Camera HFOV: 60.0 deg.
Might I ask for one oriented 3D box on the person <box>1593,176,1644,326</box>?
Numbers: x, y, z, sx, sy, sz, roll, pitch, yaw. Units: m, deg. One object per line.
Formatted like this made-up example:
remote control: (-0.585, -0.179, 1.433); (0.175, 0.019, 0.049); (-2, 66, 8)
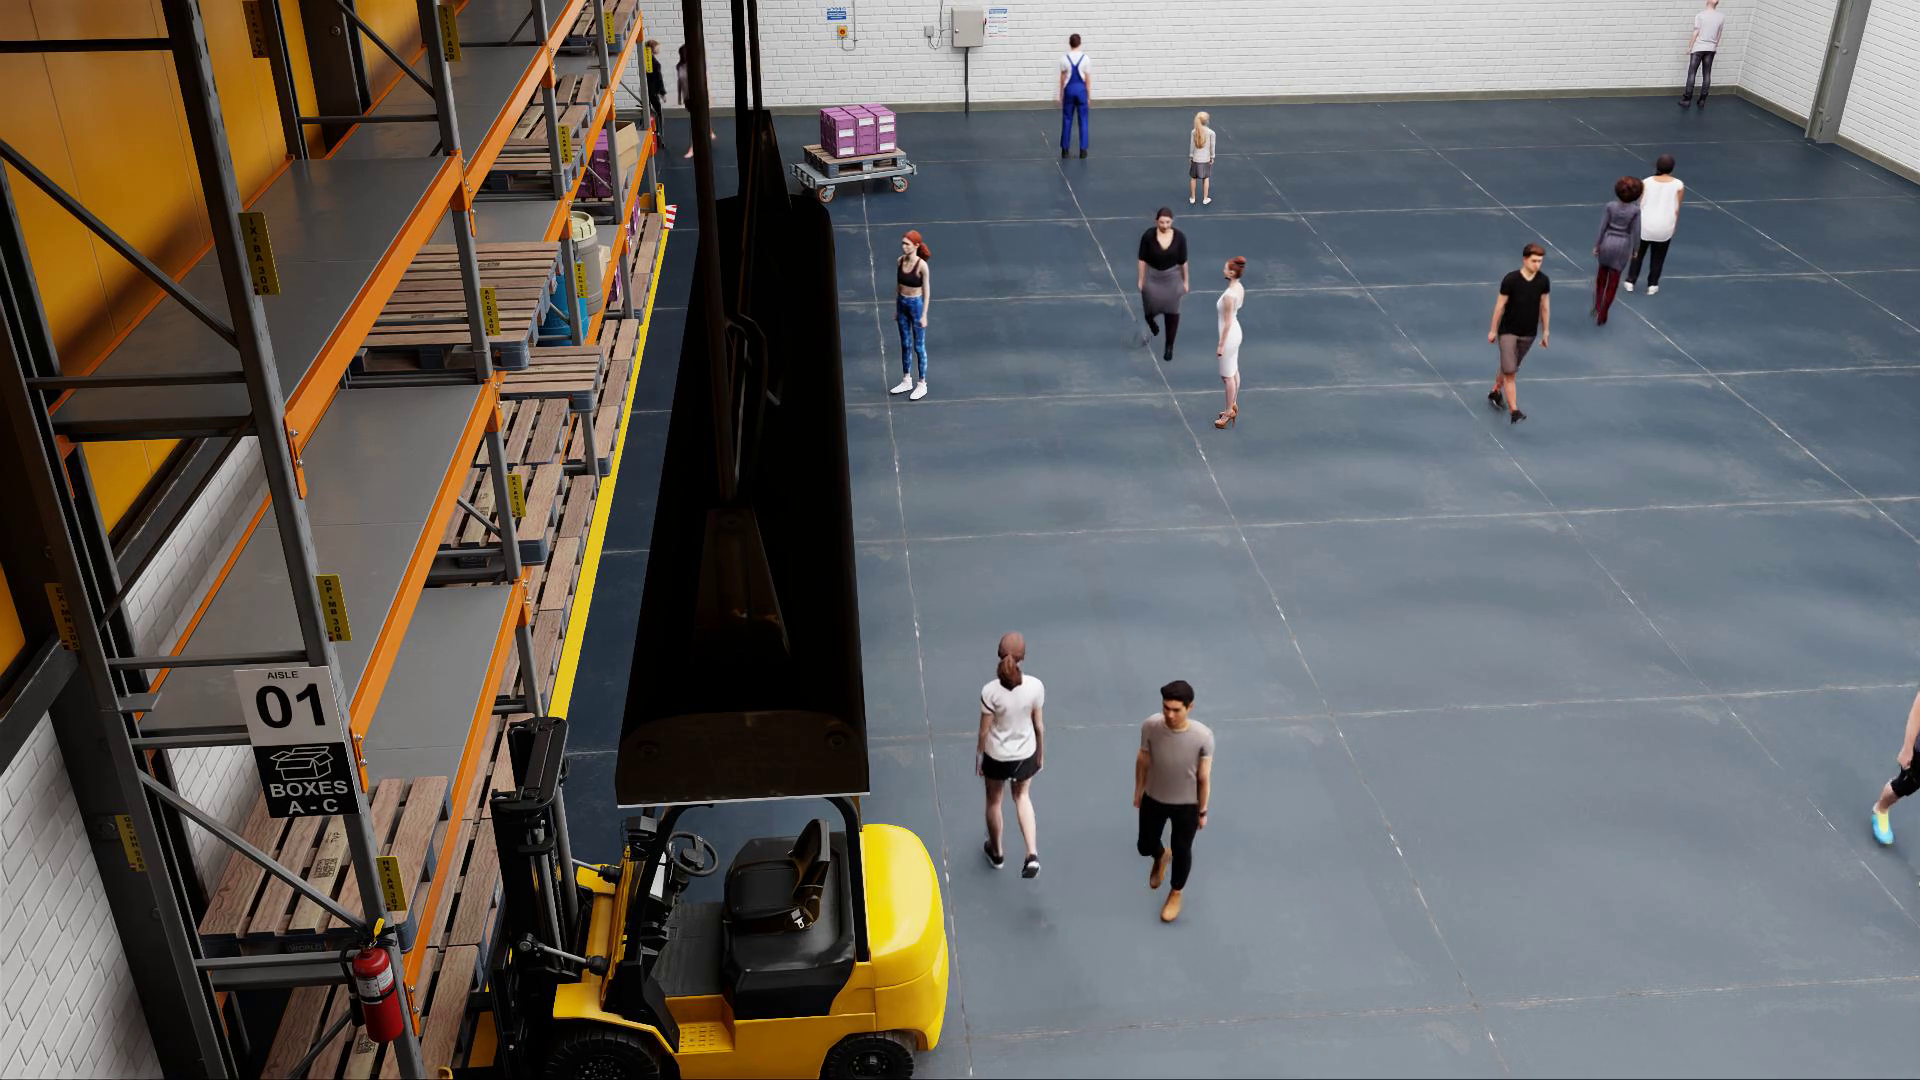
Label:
person: (7.468, -3.279, 19.015); (0.863, 1.693, 0.952); (16, 32, 26)

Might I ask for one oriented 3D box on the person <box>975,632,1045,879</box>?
person: (0.335, 1.410, 10.375); (0.663, 1.736, 0.906); (-7, 29, -13)

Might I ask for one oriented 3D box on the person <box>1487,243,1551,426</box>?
person: (5.581, -2.125, 16.767); (0.720, 1.820, 1.188); (-4, 29, -7)

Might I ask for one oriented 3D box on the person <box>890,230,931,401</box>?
person: (-0.496, -2.334, 17.187); (0.685, 1.784, 0.745); (22, 36, 35)

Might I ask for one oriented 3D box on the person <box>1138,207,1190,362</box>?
person: (2.188, -2.830, 18.148); (0.749, 1.736, 0.894); (-3, 29, -5)

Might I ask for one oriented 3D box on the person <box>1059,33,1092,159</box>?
person: (1.722, -6.715, 25.157); (0.690, 1.843, 0.662); (4, 29, 8)

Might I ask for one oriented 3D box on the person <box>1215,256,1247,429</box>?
person: (2.680, -1.966, 16.505); (0.702, 1.792, 0.582); (11, 30, 19)

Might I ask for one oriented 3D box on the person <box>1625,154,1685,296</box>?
person: (8.337, -3.794, 19.969); (0.767, 1.683, 0.801); (15, 32, 26)

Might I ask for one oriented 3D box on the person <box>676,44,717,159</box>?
person: (-4.011, -6.709, 25.315); (1.045, 1.682, 1.211); (17, 33, 28)

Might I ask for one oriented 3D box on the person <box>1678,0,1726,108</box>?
person: (12.493, -8.232, 27.949); (0.659, 1.832, 0.586); (-1, 29, -2)

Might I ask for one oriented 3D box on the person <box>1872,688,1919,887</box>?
person: (6.145, 1.284, 10.492); (0.875, 1.845, 1.276); (4, 29, 7)

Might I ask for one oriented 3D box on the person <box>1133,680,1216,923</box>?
person: (1.335, 1.530, 10.187); (0.782, 1.705, 0.844); (10, 30, 17)

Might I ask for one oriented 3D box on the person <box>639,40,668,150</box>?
person: (-4.741, -6.823, 25.536); (0.749, 1.669, 0.796); (12, 31, 21)

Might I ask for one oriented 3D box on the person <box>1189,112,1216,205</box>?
person: (3.373, -5.345, 23.238); (0.579, 1.275, 0.608); (8, 30, 14)
